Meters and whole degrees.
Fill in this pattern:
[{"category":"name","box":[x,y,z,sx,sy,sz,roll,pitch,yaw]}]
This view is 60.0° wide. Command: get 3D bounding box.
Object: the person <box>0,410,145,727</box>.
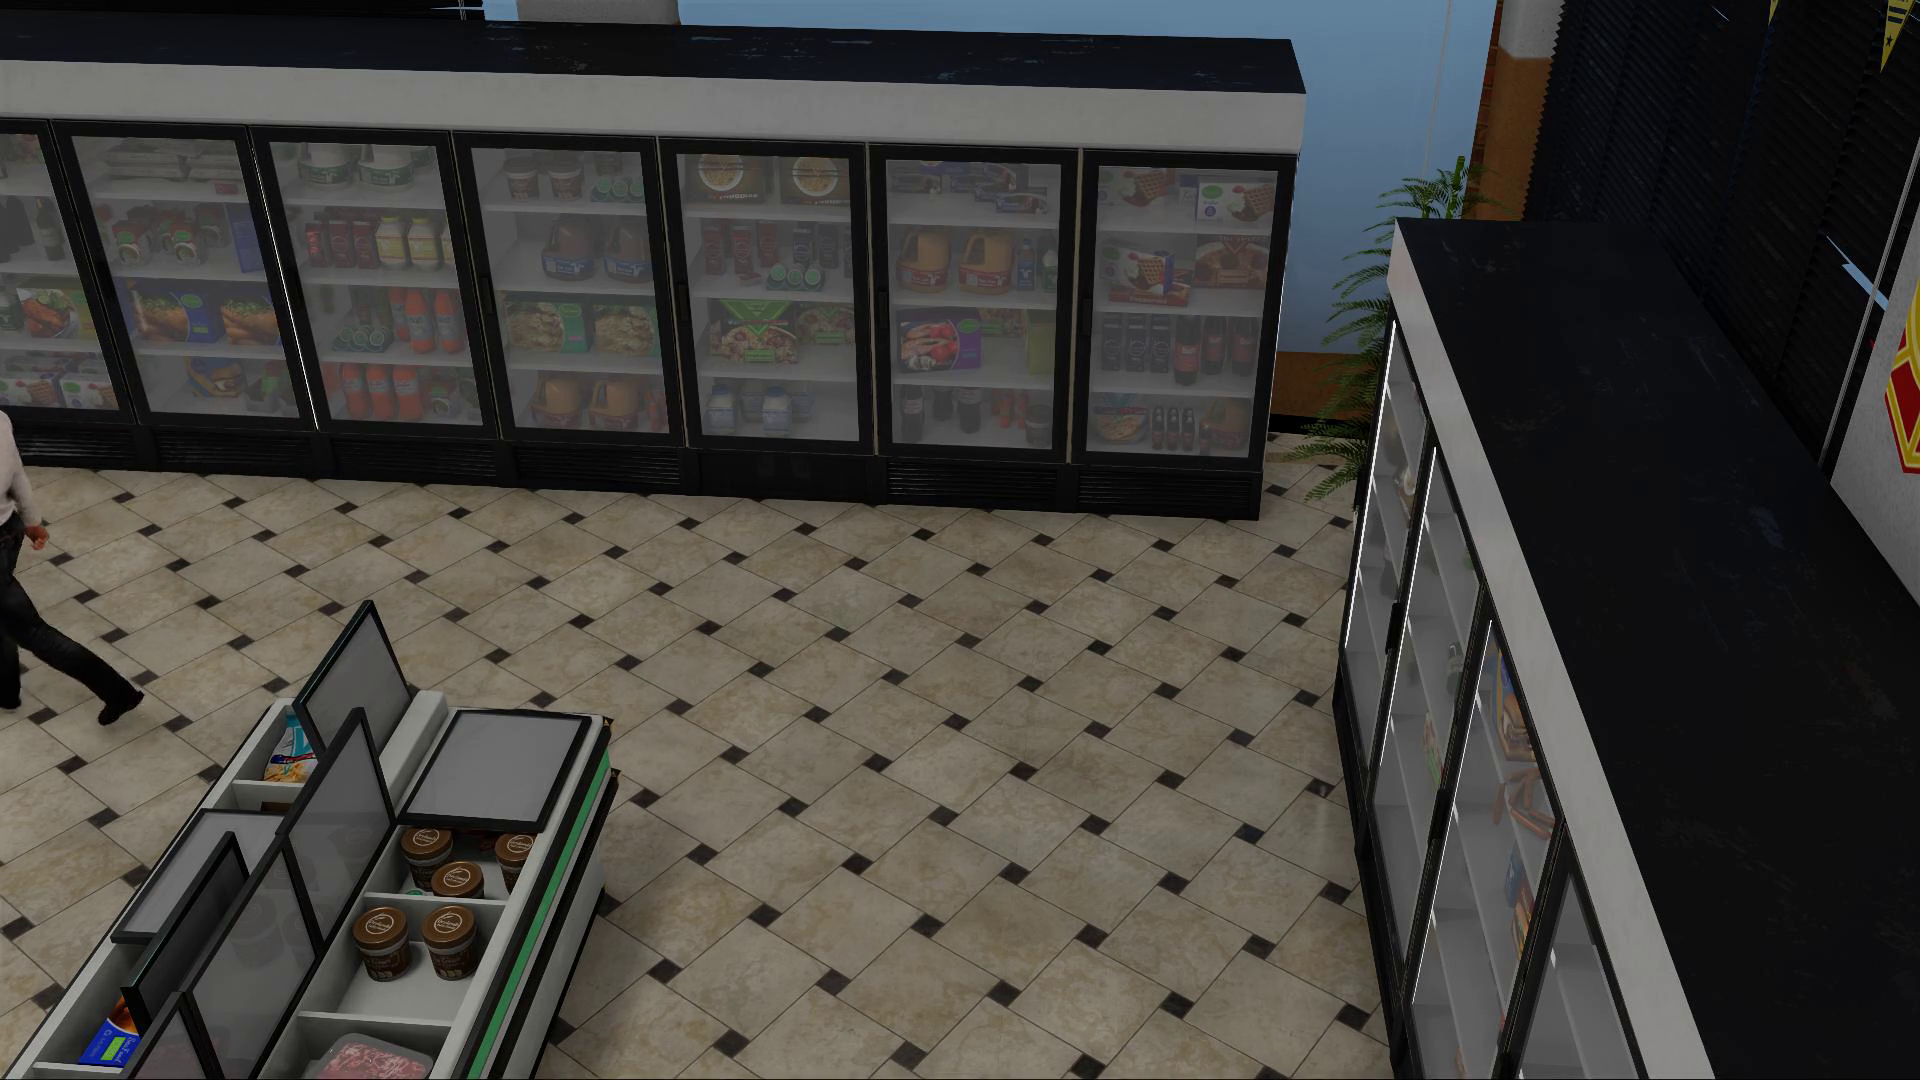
[{"category":"person","box":[-3.957,0.060,6.899,0.768,1.773,1.122,5,32,8]}]
